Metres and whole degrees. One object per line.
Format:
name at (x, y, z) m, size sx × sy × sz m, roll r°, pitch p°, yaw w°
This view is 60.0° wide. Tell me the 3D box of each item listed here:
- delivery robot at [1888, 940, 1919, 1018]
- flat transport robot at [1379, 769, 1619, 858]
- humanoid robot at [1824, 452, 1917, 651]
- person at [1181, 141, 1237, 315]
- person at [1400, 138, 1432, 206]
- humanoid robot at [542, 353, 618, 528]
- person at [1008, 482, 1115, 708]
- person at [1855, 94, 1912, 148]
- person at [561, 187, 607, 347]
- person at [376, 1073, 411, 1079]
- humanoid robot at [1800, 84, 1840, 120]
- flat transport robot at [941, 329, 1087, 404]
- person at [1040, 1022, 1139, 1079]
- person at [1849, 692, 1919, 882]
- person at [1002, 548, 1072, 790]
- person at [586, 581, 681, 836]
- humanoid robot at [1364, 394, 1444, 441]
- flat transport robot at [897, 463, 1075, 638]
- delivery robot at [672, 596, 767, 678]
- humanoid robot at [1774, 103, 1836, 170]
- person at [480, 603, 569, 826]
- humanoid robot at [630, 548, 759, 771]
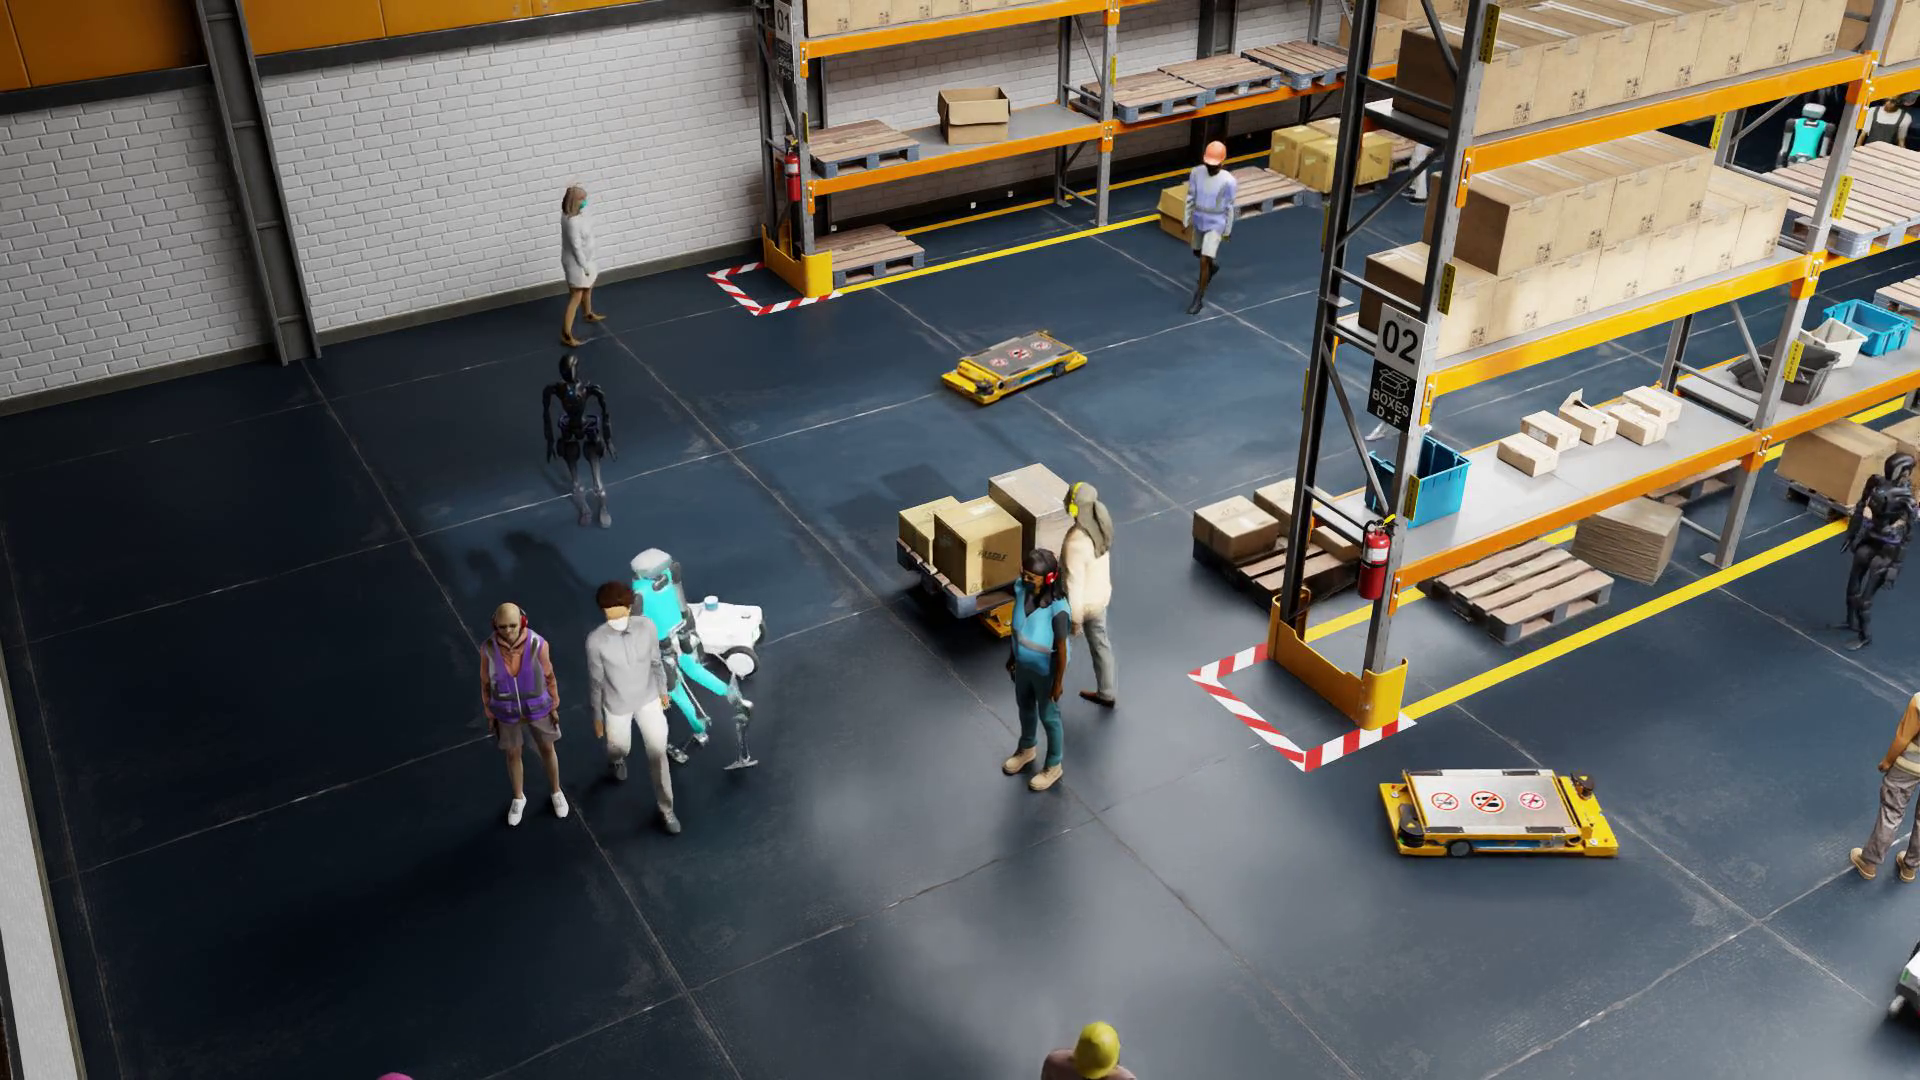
delivery robot at (5.813, 2.538, 9.753) m, size 0.766 × 0.580 × 0.499 m, roll -24°, pitch 40°, yaw -33°
flat transport robot at (3.601, 1.833, 11.160) m, size 1.431 × 0.231 × 0.659 m, roll 0°, pitch 32°, yaw 0°
humanoid robot at (6.978, 0.070, 12.644) m, size 0.350 × 1.652 × 0.590 m, roll -7°, pitch 33°, yaw -11°
person at (2.744, -3.474, 18.104) m, size 0.574 × 1.893 × 0.896 m, roll 22°, pitch 38°, yaw 31°
person at (5.790, -5.074, 20.735) m, size 0.422 × 1.799 × 0.604 m, roll 5°, pitch 32°, yaw 8°
humanoid robot at (-3.223, -0.851, 14.112) m, size 0.613 × 1.644 × 0.377 m, roll -1°, pitch 32°, yaw -2°
person at (0.786, 0.376, 12.012) m, size 0.876 × 1.834 × 0.577 m, roll 18°, pitch 37°, yaw 27°
person at (10.894, -4.499, 19.802) m, size 0.510 × 1.832 × 0.494 m, roll 20°, pitch 37°, yaw 29°
person at (-4.026, -2.915, 17.459) m, size 0.472 × 1.622 × 0.725 m, roll -5°, pitch 32°, yaw -7°
person at (-2.415, 3.114, 7.510) m, size 0.520 × 1.980 × 0.410 m, roll -21°, pitch 38°, yaw -30°
humanoid robot at (11.686, -6.193, 22.648) m, size 0.590 × 1.638 × 0.515 m, roll 18°, pitch 36°, yaw 26°
flat transport robot at (0.560, -1.773, 16.912) m, size 1.431 × 0.231 × 0.659 m, roll -25°, pitch 40°, yaw -34°
person at (0.624, 2.915, 8.068) m, size 0.535 × 1.713 × 0.920 m, roll 16°, pitch 35°, yaw 24°
person at (6.031, 1.409, 10.415) m, size 0.459 × 1.778 × 0.306 m, roll 5°, pitch 32°, yaw 8°
person at (0.531, 0.847, 11.242) m, size 0.390 × 1.860 × 0.509 m, roll -23°, pitch 39°, yaw -32°
person at (-2.199, 1.018, 10.966) m, size 0.560 × 1.866 × 0.864 m, roll -16°, pitch 35°, yaw -24°
humanoid robot at (4.252, -1.730, 15.489) m, size 0.899 × 1.782 × 0.582 m, roll -12°, pitch 34°, yaw -18°
flat transport robot at (0.222, 0.298, 13.608) m, size 0.659 × 0.231 × 1.431 m, roll -18°, pitch 36°, yaw -26°
delivery robot at (-1.842, 0.704, 12.708) m, size 0.782 × 0.611 × 0.525 m, roll 2°, pitch 32°, yaw 2°
humanoid robot at (9.648, -4.070, 19.224) m, size 0.531 × 1.802 × 0.759 m, roll 14°, pitch 35°, yaw 22°
person at (-2.872, 1.127, 10.944) m, size 0.481 × 1.694 × 0.347 m, roll -7°, pitch 33°, yaw -10°
humanoid robot at (-1.716, 0.902, 11.293) m, size 0.977 × 1.740 × 0.538 m, roll 12°, pitch 34°, yaw 19°
